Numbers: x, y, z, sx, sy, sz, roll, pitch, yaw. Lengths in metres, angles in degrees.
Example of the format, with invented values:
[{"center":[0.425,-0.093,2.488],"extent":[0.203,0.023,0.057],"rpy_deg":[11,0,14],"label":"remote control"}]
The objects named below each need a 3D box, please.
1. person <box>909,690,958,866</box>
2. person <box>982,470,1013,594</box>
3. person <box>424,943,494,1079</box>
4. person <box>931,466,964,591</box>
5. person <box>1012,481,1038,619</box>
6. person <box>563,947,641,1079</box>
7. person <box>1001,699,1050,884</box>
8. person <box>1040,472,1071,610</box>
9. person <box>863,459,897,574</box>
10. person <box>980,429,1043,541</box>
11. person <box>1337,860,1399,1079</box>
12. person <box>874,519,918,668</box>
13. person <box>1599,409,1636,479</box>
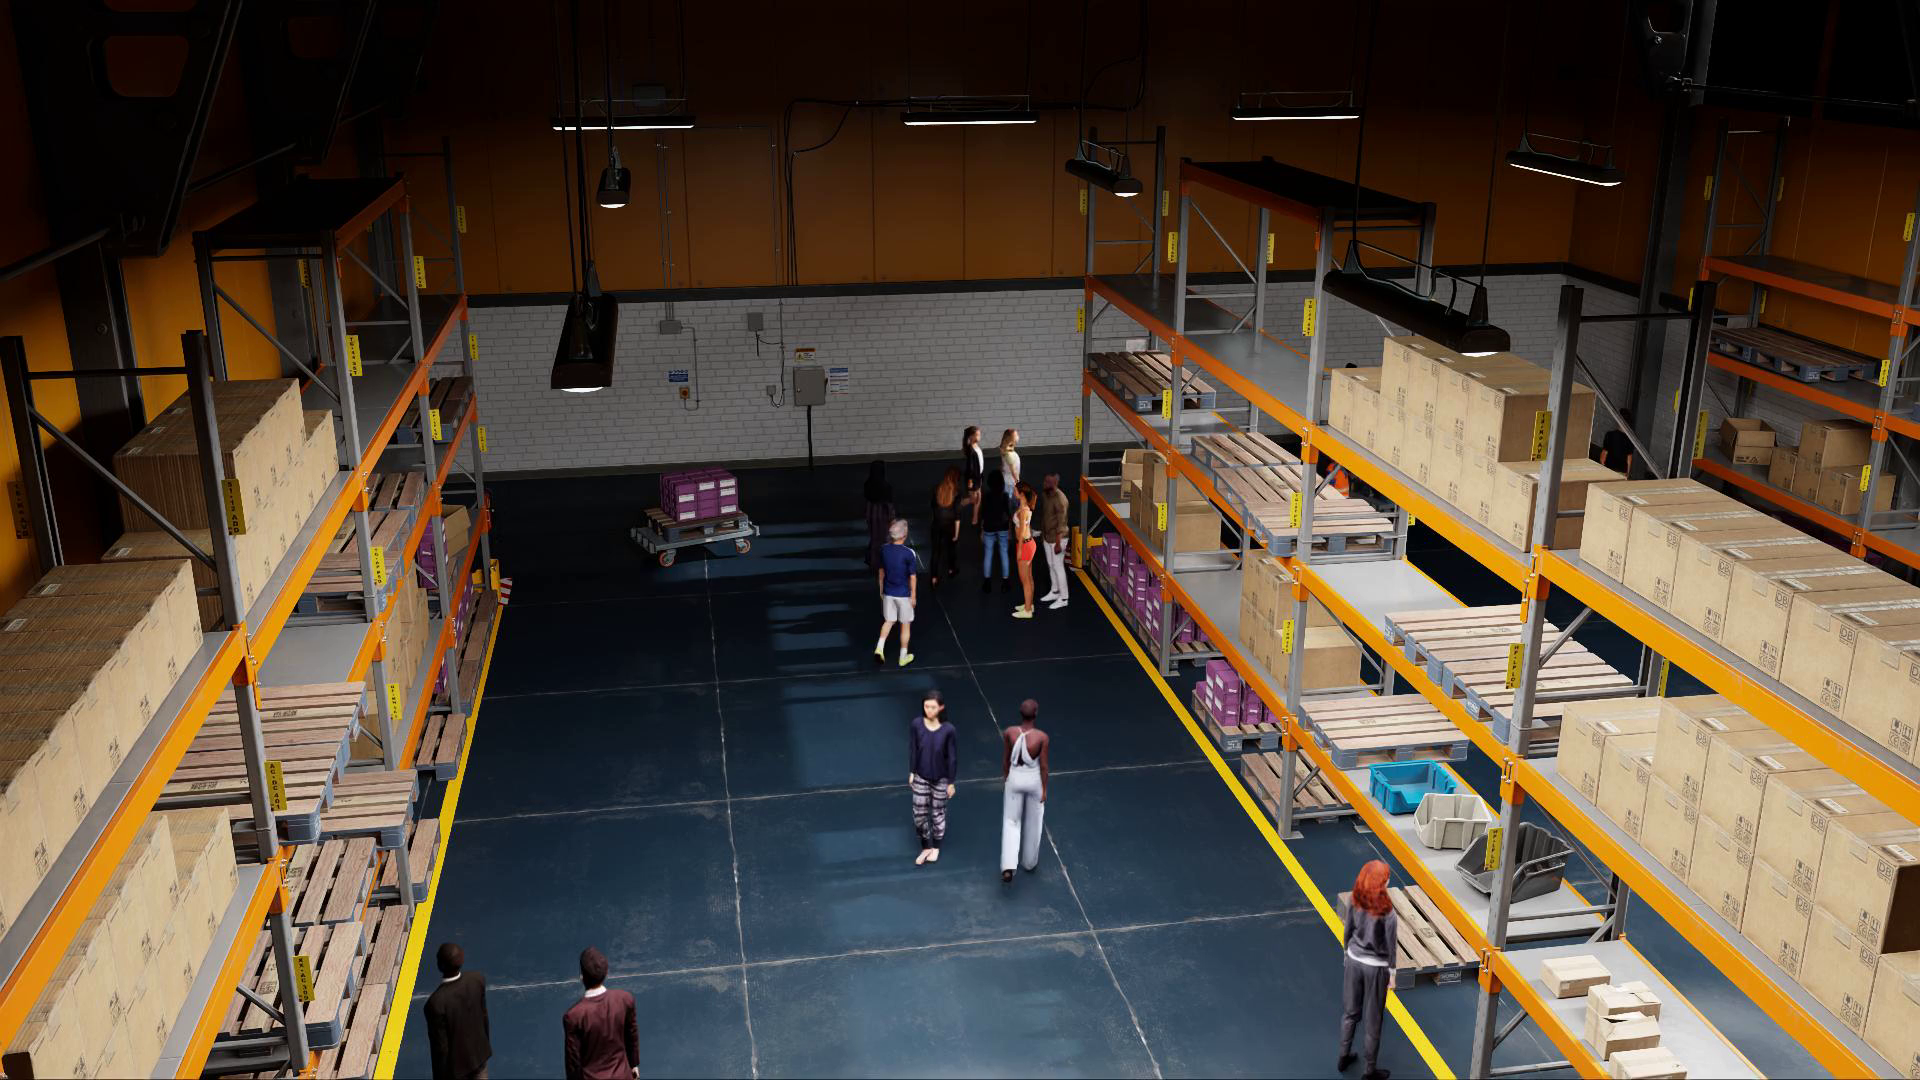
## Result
[{"center":[-0.224,2.144,15.368],"extent":[0.748,1.724,0.771],"rpy_deg":[5,19,15],"label":"person"},{"center":[0.485,-0.119,22.121],"extent":[0.613,1.702,0.605],"rpy_deg":[1,19,3],"label":"person"},{"center":[-3.343,3.506,11.204],"extent":[0.798,1.799,0.721],"rpy_deg":[11,21,29],"label":"person"},{"center":[-0.242,-0.133,22.226],"extent":[0.940,1.662,1.204],"rpy_deg":[5,19,14],"label":"person"},{"center":[0.841,0.114,21.298],"extent":[0.694,1.786,0.573],"rpy_deg":[4,19,11],"label":"person"},{"center":[-2.357,3.546,10.984],"extent":[0.773,1.864,0.761],"rpy_deg":[-14,23,-36],"label":"person"},{"center":[0.555,2.275,14.911],"extent":[0.817,1.767,1.021],"rpy_deg":[5,19,13],"label":"person"},{"center":[1.250,-0.026,21.672],"extent":[0.838,1.814,0.636],"rpy_deg":[-7,20,-21],"label":"person"},{"center":[-1.166,-0.313,22.847],"extent":[0.799,1.607,0.849],"rpy_deg":[17,25,41],"label":"person"},{"center":[0.618,-0.736,24.014],"extent":[0.788,1.664,1.139],"rpy_deg":[-1,19,-3],"label":"person"},{"center":[3.005,3.159,12.266],"extent":[0.714,1.779,0.599],"rpy_deg":[-16,24,-39],"label":"person"},{"center":[-0.769,0.663,19.602],"extent":[0.912,1.827,1.014],"rpy_deg":[9,21,24],"label":"person"},{"center":[9.691,-0.993,24.508],"extent":[0.673,1.836,1.015],"rpy_deg":[-2,19,-6],"label":"person"}]
